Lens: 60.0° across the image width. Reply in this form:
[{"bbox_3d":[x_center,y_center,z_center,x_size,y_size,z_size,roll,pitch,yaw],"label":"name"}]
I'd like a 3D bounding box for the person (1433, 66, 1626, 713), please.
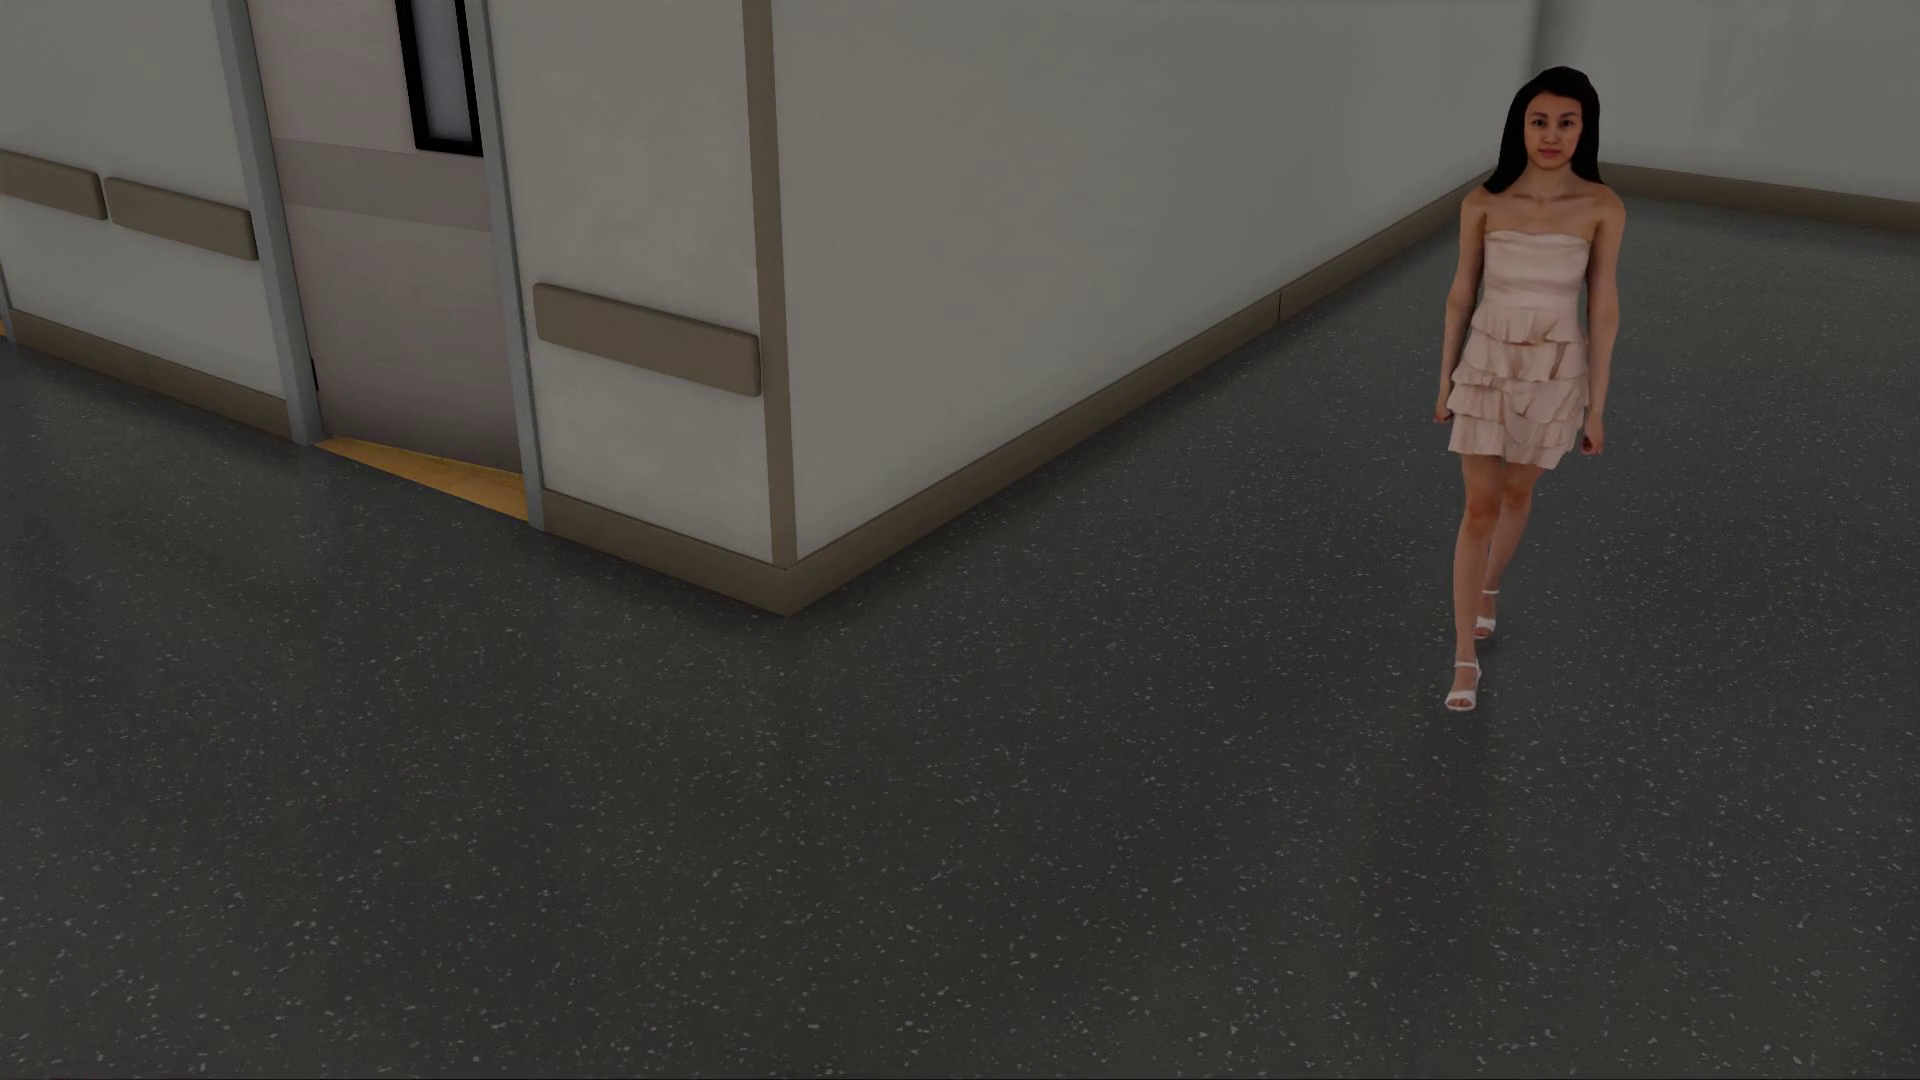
[{"bbox_3d":[1.547,-0.416,4.578,0.784,1.695,1.068,8,27,16],"label":"person"}]
